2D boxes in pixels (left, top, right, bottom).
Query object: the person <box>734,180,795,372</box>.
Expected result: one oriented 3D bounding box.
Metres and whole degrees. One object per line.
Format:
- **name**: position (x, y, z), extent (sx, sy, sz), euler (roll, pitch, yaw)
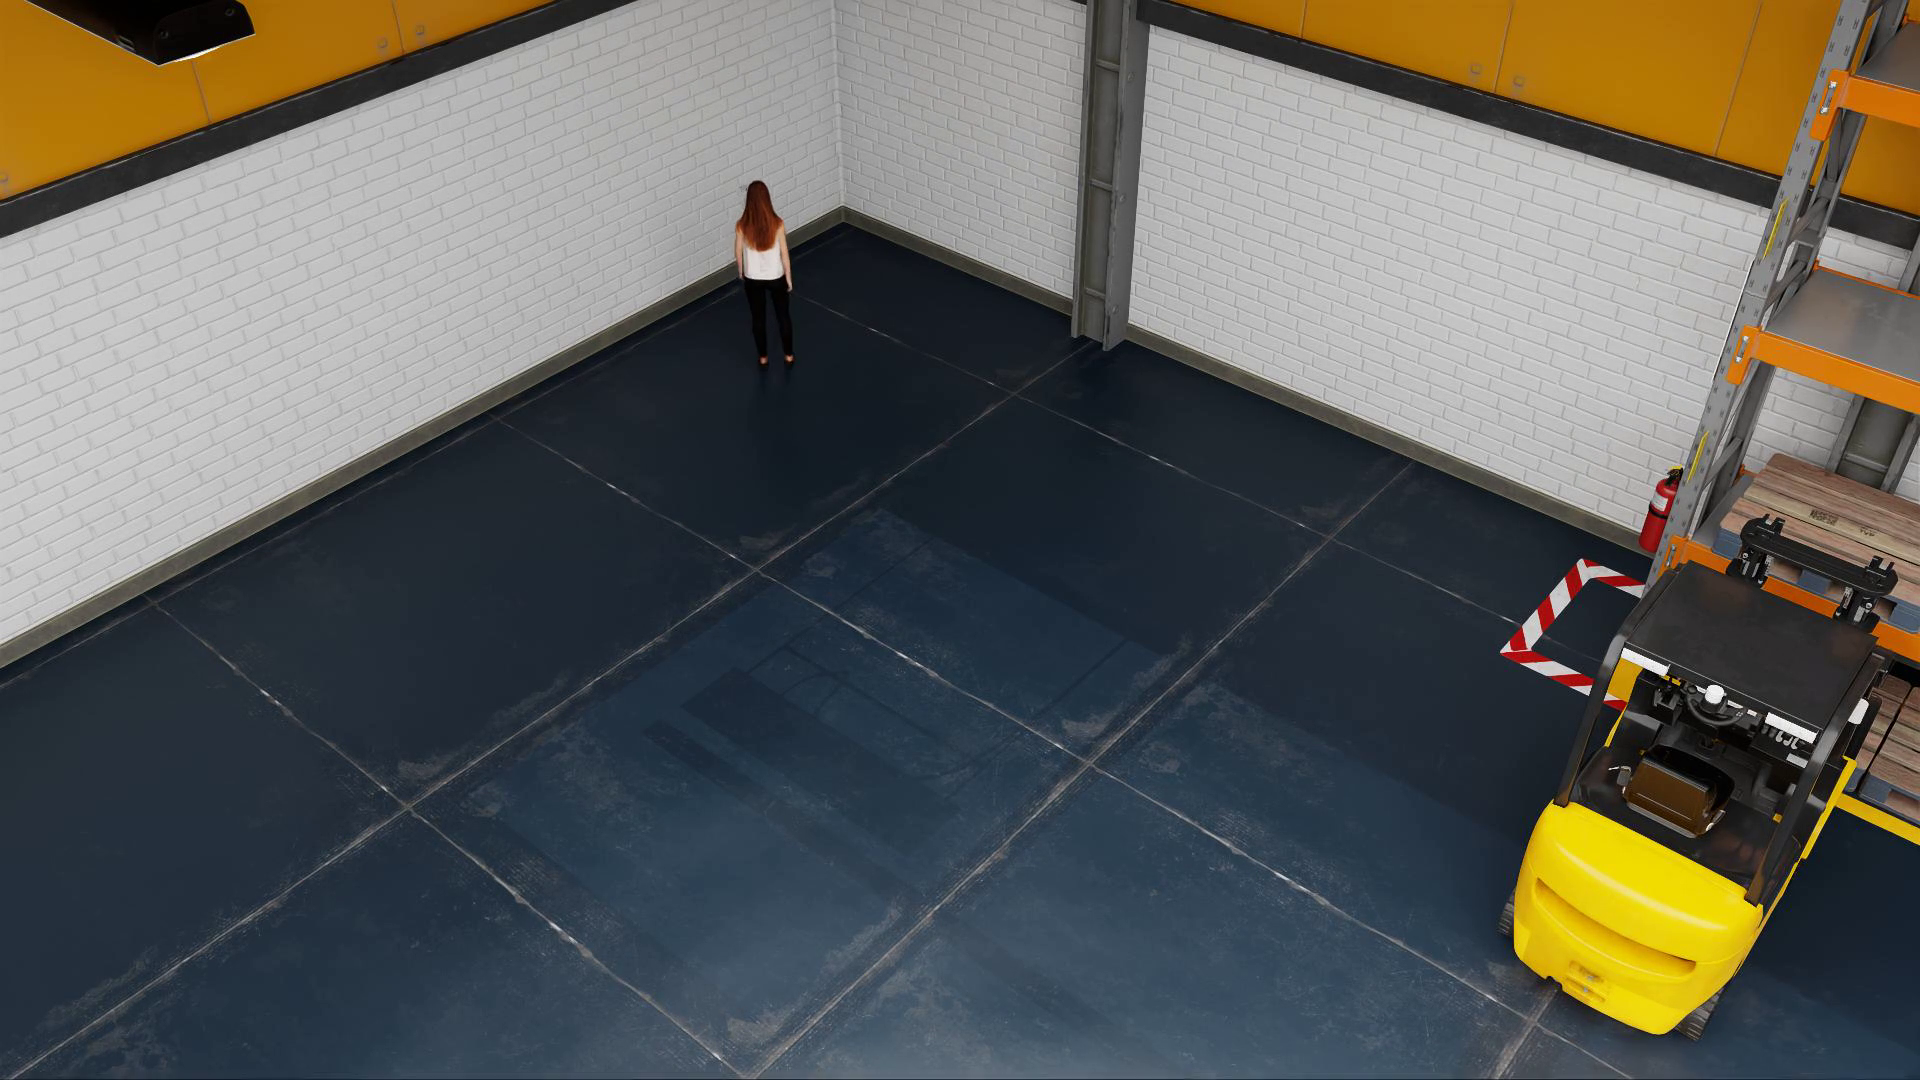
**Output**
- **person**: position (-1.608, -2.128, 13.610), extent (0.694, 1.718, 0.758), euler (-2, 39, -3)
